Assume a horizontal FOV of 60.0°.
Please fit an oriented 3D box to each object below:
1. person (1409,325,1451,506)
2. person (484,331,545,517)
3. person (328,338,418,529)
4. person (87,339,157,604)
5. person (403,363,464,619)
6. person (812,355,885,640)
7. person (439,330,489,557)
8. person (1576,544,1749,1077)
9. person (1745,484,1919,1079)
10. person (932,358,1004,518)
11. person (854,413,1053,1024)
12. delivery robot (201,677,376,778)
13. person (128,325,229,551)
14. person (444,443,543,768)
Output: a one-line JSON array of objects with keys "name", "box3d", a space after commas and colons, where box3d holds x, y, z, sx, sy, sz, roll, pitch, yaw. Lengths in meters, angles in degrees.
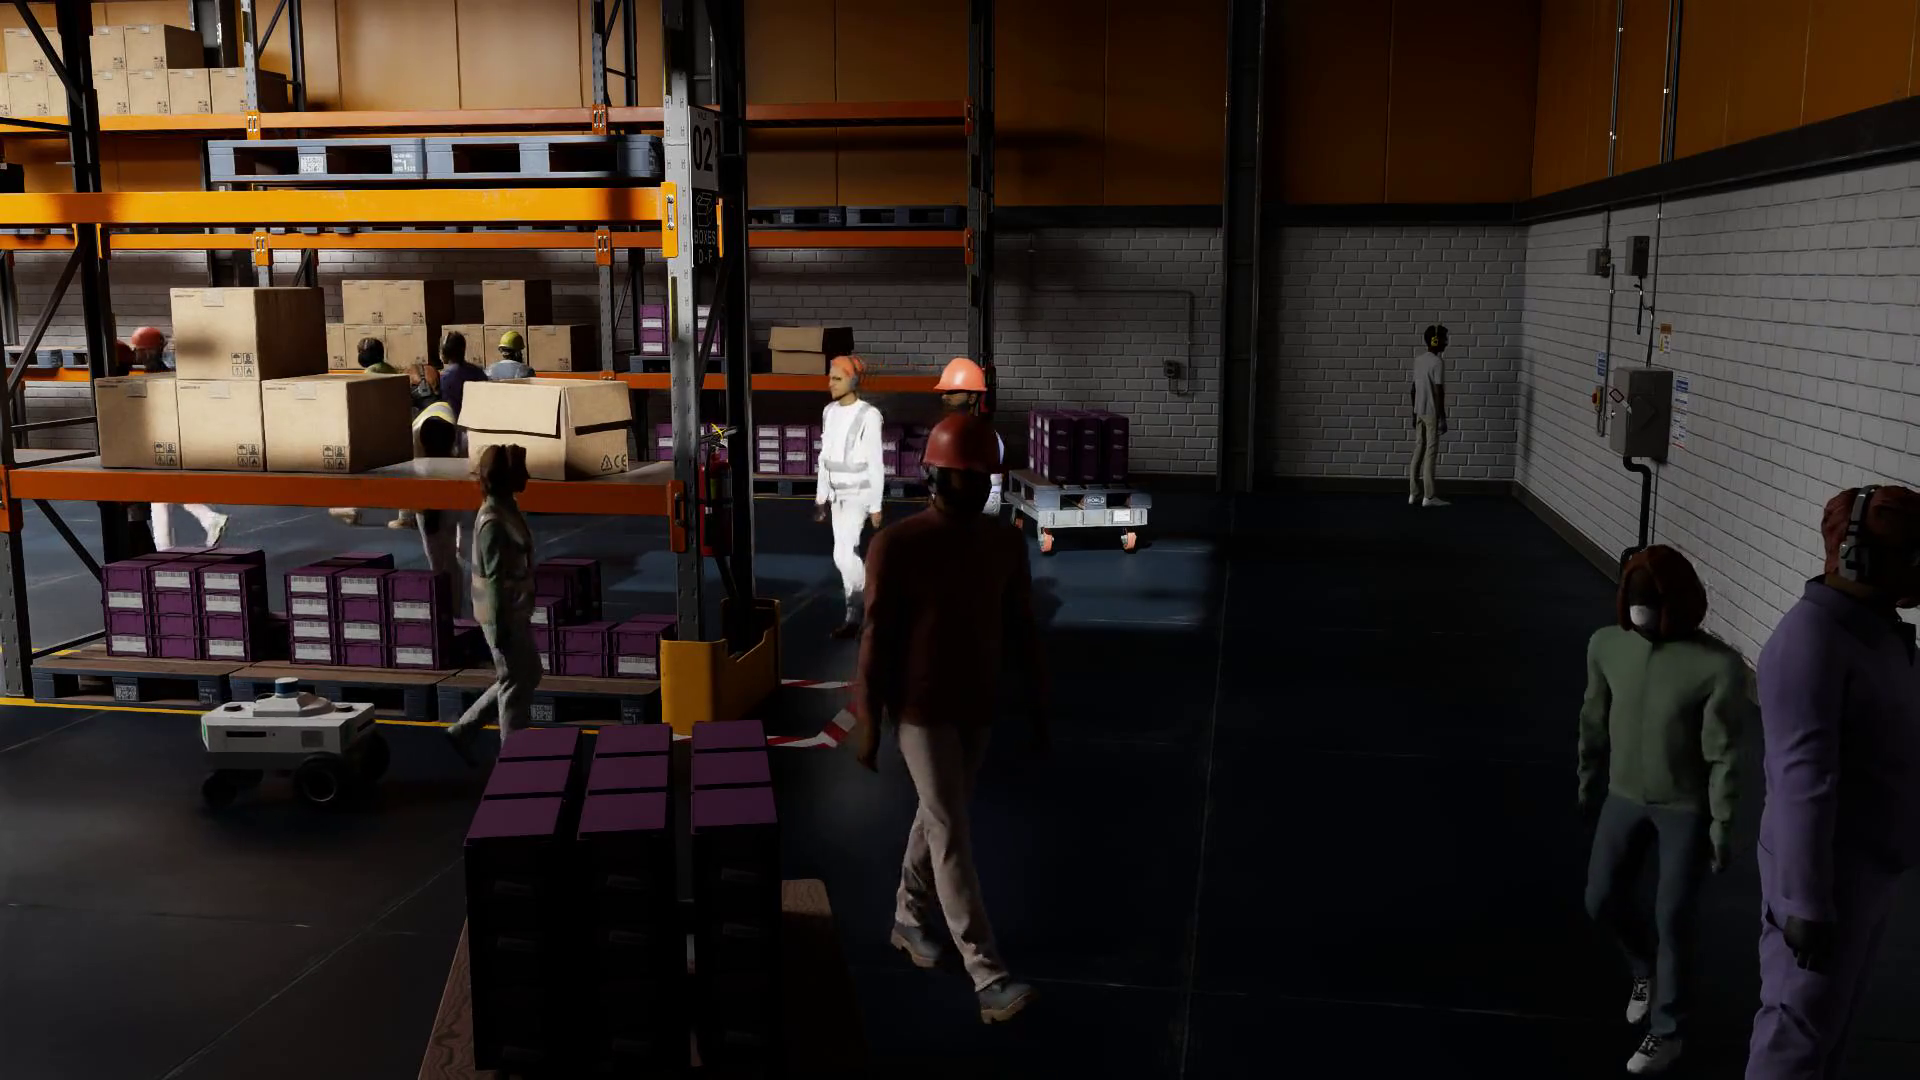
[{"name": "person", "box3d": [4.851, -1.277, 17.164, 0.333, 1.864, 0.520, -3, 10, -18]}, {"name": "person", "box3d": [-4.388, -1.142, 16.414, 0.591, 1.833, 0.403, 3, 10, 17]}, {"name": "person", "box3d": [-5.524, -0.988, 15.574, 0.945, 1.789, 0.654, 1, 9, 6]}, {"name": "person", "box3d": [-5.976, -0.465, 11.890, 0.544, 1.939, 0.355, 9, 13, 43]}, {"name": "person", "box3d": [-3.390, -0.217, 10.676, 0.429, 1.837, 0.621, -4, 10, -22]}, {"name": "person", "box3d": [-0.734, -0.262, 10.825, 0.407, 1.869, 0.572, -6, 11, -35]}, {"name": "person", "box3d": [-4.190, -0.797, 13.994, 0.656, 1.924, 0.653, 4, 10, 21]}, {"name": "person", "box3d": [2.108, 0.800, 5.014, 0.400, 1.611, 0.533, -8, 12, -41]}, {"name": "person", "box3d": [2.163, 0.812, 4.056, 0.407, 1.910, 0.639, 8, 12, 40]}, {"name": "person", "box3d": [0.006, -0.030, 9.177, 0.350, 1.942, 0.545, -7, 11, -36]}, {"name": "person", "box3d": [0.036, 0.564, 5.444, 0.631, 1.942, 1.038, -7, 11, -35]}, {"name": "delivery robot", "box3d": [-3.059, 0.871, 7.587, 0.707, 0.478, 0.477, 0, 9, 2]}, {"name": "person", "box3d": [-6.570, -0.803, 13.875, 0.668, 1.973, 0.619, -4, 10, -22]}, {"name": "person", "box3d": [-2.151, 0.354, 7.749, 0.446, 1.624, 0.539, -1, 9, -8]}]
